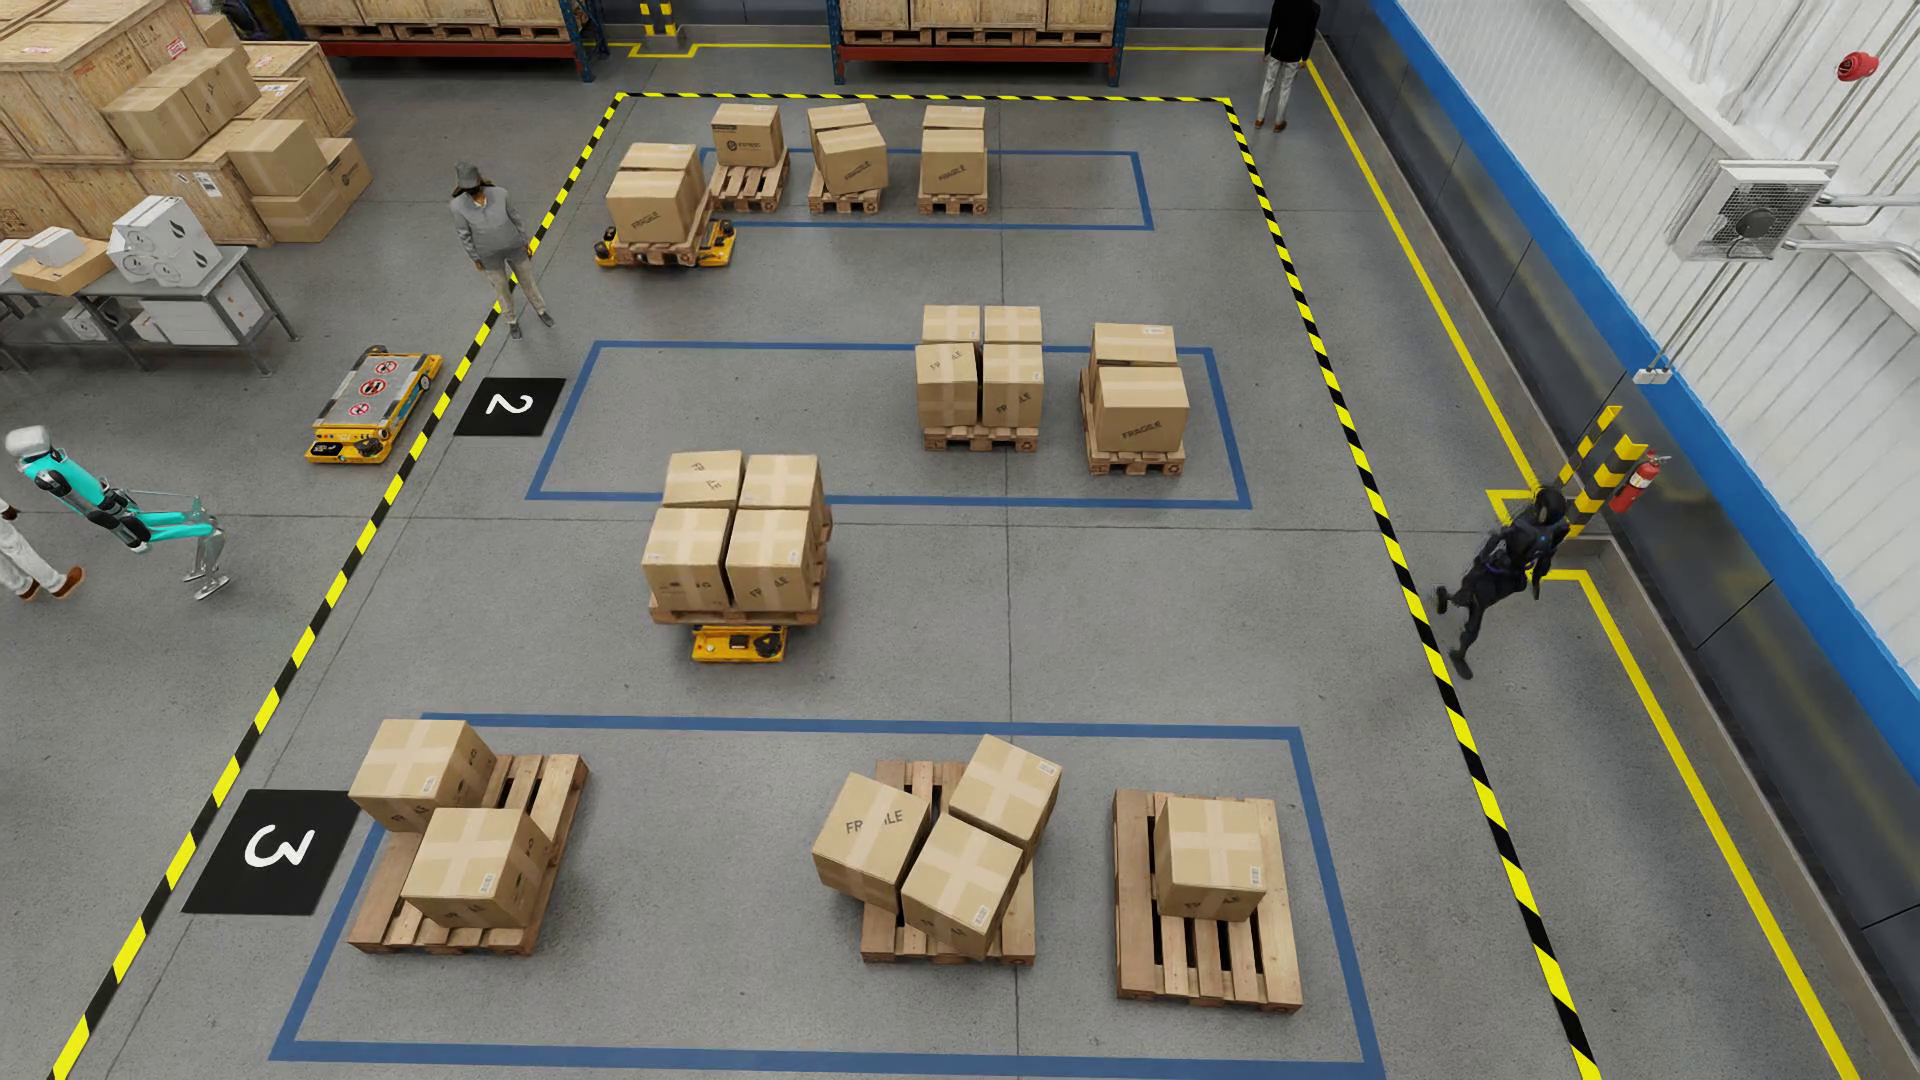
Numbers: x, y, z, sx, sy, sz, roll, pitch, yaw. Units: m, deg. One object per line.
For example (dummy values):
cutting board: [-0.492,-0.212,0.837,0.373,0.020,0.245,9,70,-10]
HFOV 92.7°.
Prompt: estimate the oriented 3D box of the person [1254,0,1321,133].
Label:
person: [4.081,-6.084,11.462,0.585,1.878,0.386,23,53,18]

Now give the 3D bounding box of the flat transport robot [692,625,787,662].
flat transport robot: [-1.621,0.291,7.102,0.652,0.197,1.431,1,50,0]

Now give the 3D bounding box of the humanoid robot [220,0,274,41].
humanoid robot: [-9.066,-6.368,11.856,0.732,1.633,0.612,1,50,1]

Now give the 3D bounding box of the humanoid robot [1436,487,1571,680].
humanoid robot: [3.689,0.209,6.297,0.596,1.650,0.729,-7,50,-6]

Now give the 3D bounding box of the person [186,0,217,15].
person: [-9.860,-6.744,12.083,0.870,1.785,0.631,-5,50,-4]

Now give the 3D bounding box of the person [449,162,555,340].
person: [-4.369,-2.752,8.713,0.572,1.765,0.399,-29,55,-22]

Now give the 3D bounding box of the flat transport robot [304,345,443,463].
flat transport robot: [-5.383,-1.269,8.441,0.659,0.231,1.431,1,50,1]

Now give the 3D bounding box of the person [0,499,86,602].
person: [-7.107,-0.226,6.508,0.580,1.879,0.363,-6,50,-5]

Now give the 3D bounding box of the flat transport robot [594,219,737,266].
flat transport robot: [-3.252,-3.304,10.145,1.431,0.197,0.652,0,50,0]

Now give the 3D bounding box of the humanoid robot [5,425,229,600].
humanoid robot: [-5.779,-0.245,6.524,0.735,1.677,0.533,-35,58,-26]
